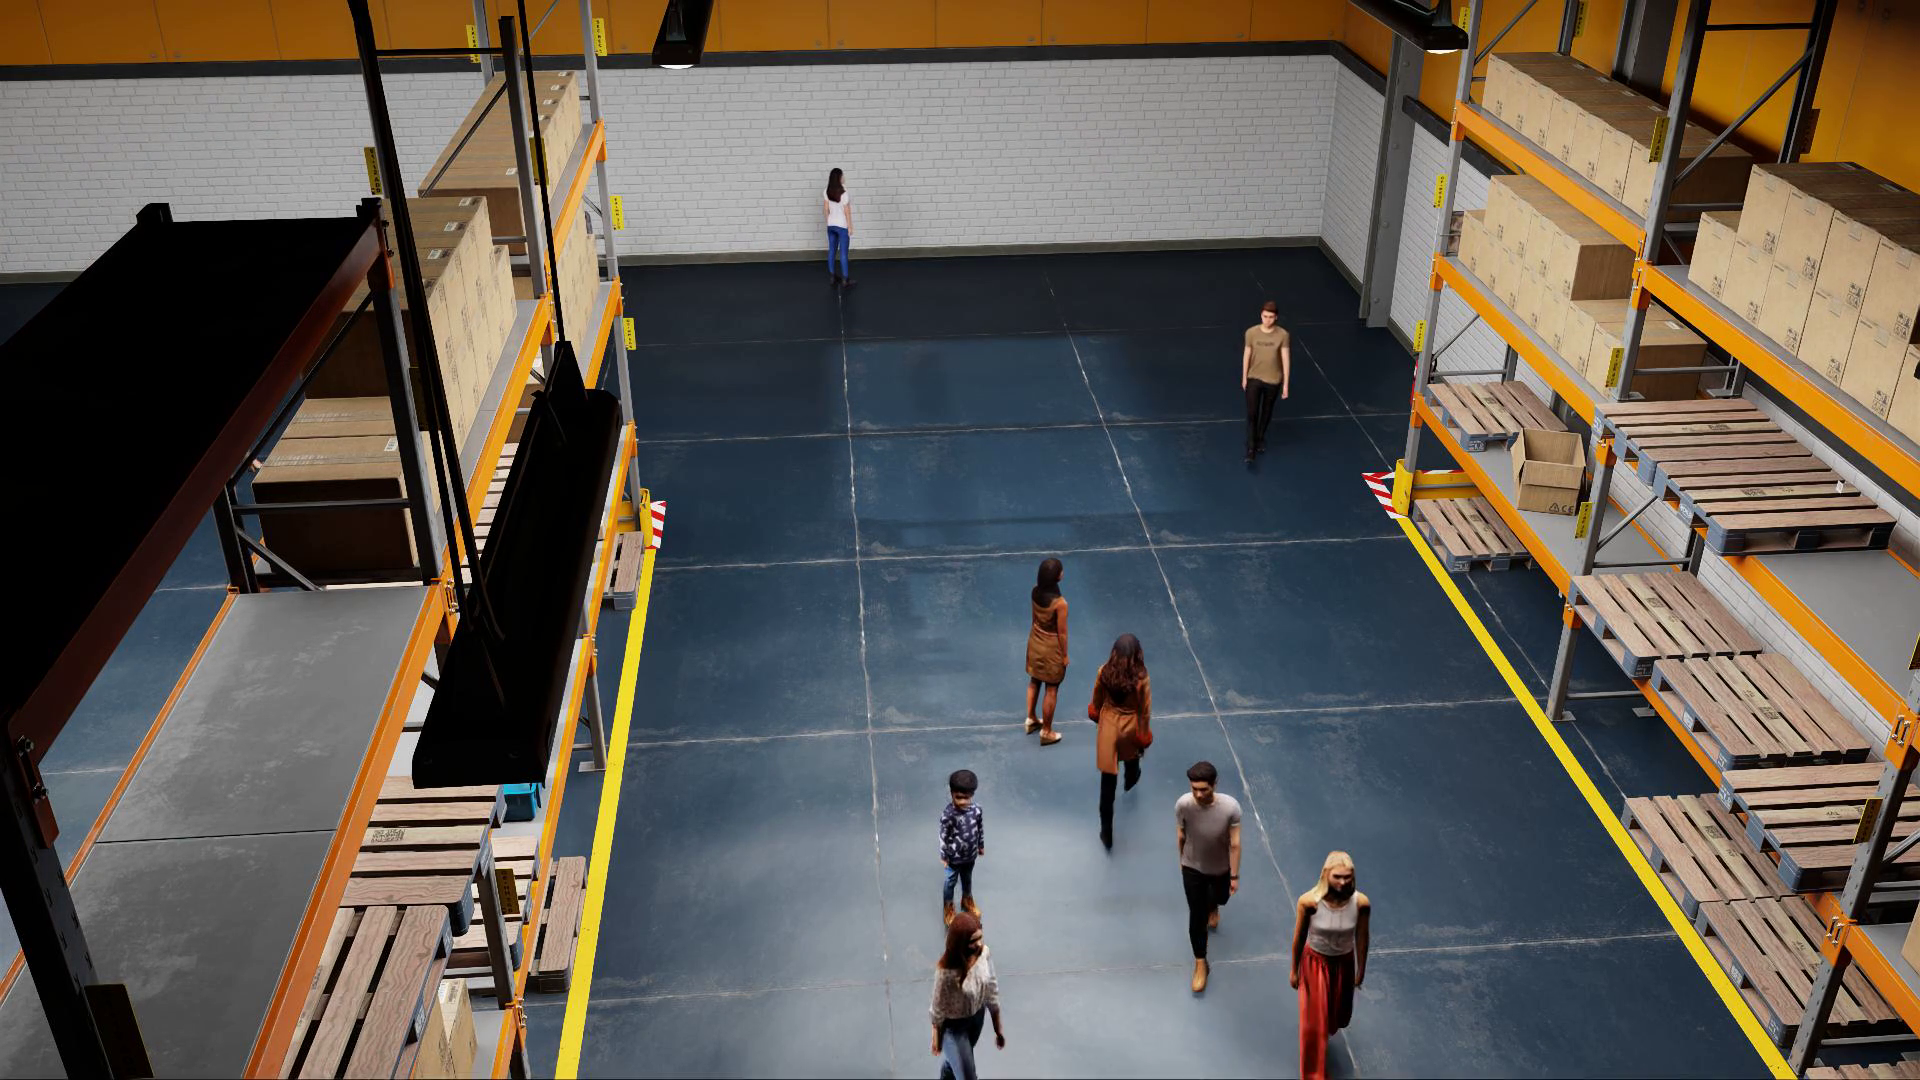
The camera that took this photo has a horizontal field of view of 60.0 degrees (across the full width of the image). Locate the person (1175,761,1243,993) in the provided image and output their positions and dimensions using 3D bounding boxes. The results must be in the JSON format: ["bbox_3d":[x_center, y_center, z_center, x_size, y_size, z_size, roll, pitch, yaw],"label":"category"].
[{"bbox_3d":[1.712,2.170,11.376,0.787,1.676,1.175,1,29,3],"label":"person"}]

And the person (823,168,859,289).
[{"bbox_3d":[-1.713,-4.375,23.367,0.677,1.684,0.727,20,34,32],"label":"person"}]

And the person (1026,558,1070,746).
[{"bbox_3d":[0.721,0.905,13.688,0.700,1.684,0.601,-19,34,-31],"label":"person"}]

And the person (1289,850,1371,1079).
[{"bbox_3d":[2.283,2.629,10.425,0.695,1.781,1.045,1,29,2],"label":"person"}]

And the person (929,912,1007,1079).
[{"bbox_3d":[-0.054,2.879,10.042,0.920,1.709,0.846,24,36,36],"label":"person"}]

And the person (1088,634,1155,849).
[{"bbox_3d":[1.194,1.542,12.530,1.019,1.674,1.293,7,29,12],"label":"person"}]

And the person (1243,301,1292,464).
[{"bbox_3d":[3.403,-1.804,18.518,0.905,1.814,1.231,5,29,9],"label":"person"}]

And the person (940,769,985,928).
[{"bbox_3d":[0.006,2.173,11.816,0.554,1.250,0.568,-13,31,-22],"label":"person"}]
